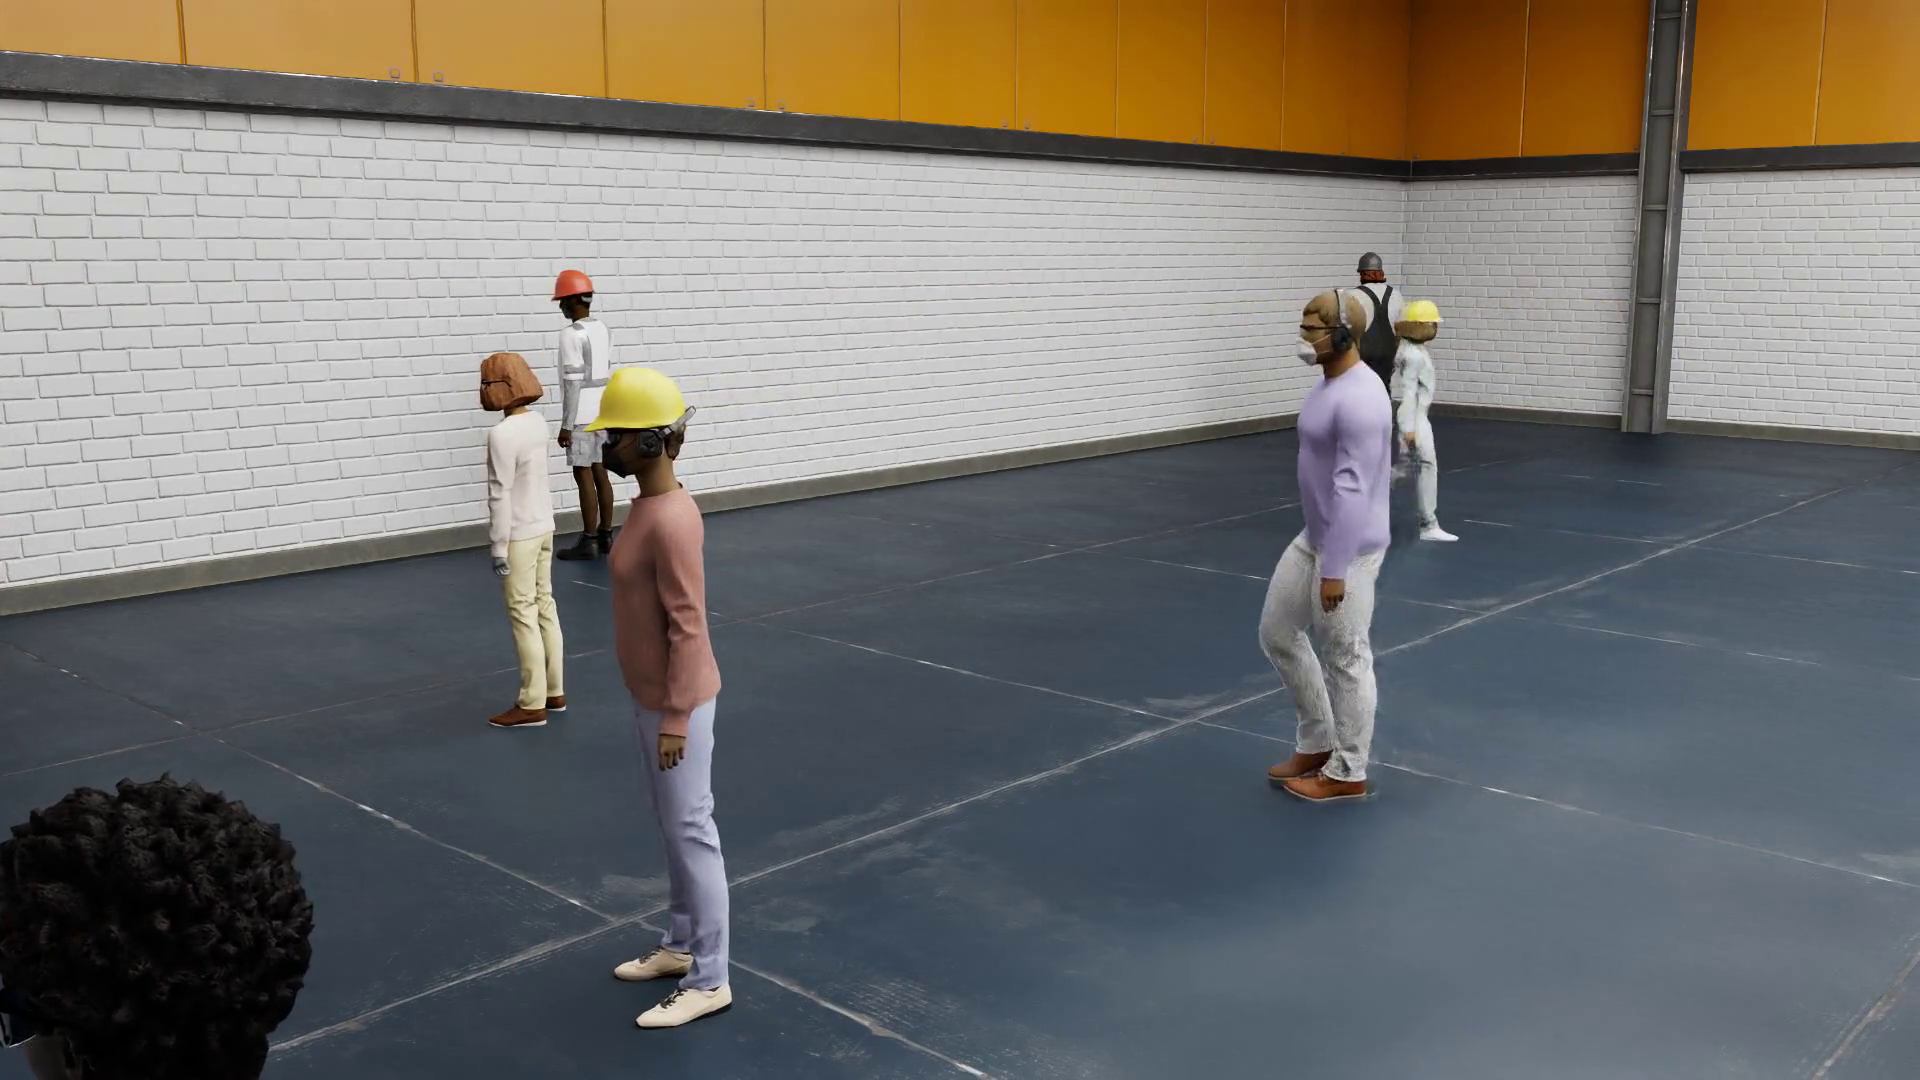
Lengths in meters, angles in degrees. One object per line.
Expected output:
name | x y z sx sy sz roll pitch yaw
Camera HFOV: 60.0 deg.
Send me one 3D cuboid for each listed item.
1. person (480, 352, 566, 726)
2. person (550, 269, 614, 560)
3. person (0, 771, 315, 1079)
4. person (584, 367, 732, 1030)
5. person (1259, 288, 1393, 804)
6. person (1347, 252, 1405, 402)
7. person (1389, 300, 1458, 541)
person | -1.917 0.001 7.255 0.273 1.632 0.501 2 10 9
person | -2.524 -0.828 11.100 0.362 1.934 0.543 3 10 14
person | -0.569 1.012 1.322 0.321 1.689 0.530 4 11 22
person | -0.811 0.422 4.462 0.330 1.767 0.528 -3 10 -18
person | 1.321 0.045 6.145 0.515 1.926 0.654 0 10 -1
person | 4.051 -1.852 16.626 0.688 2.000 0.535 -3 11 -19
person | 3.178 -0.853 11.850 0.732 1.716 0.493 3 10 17
